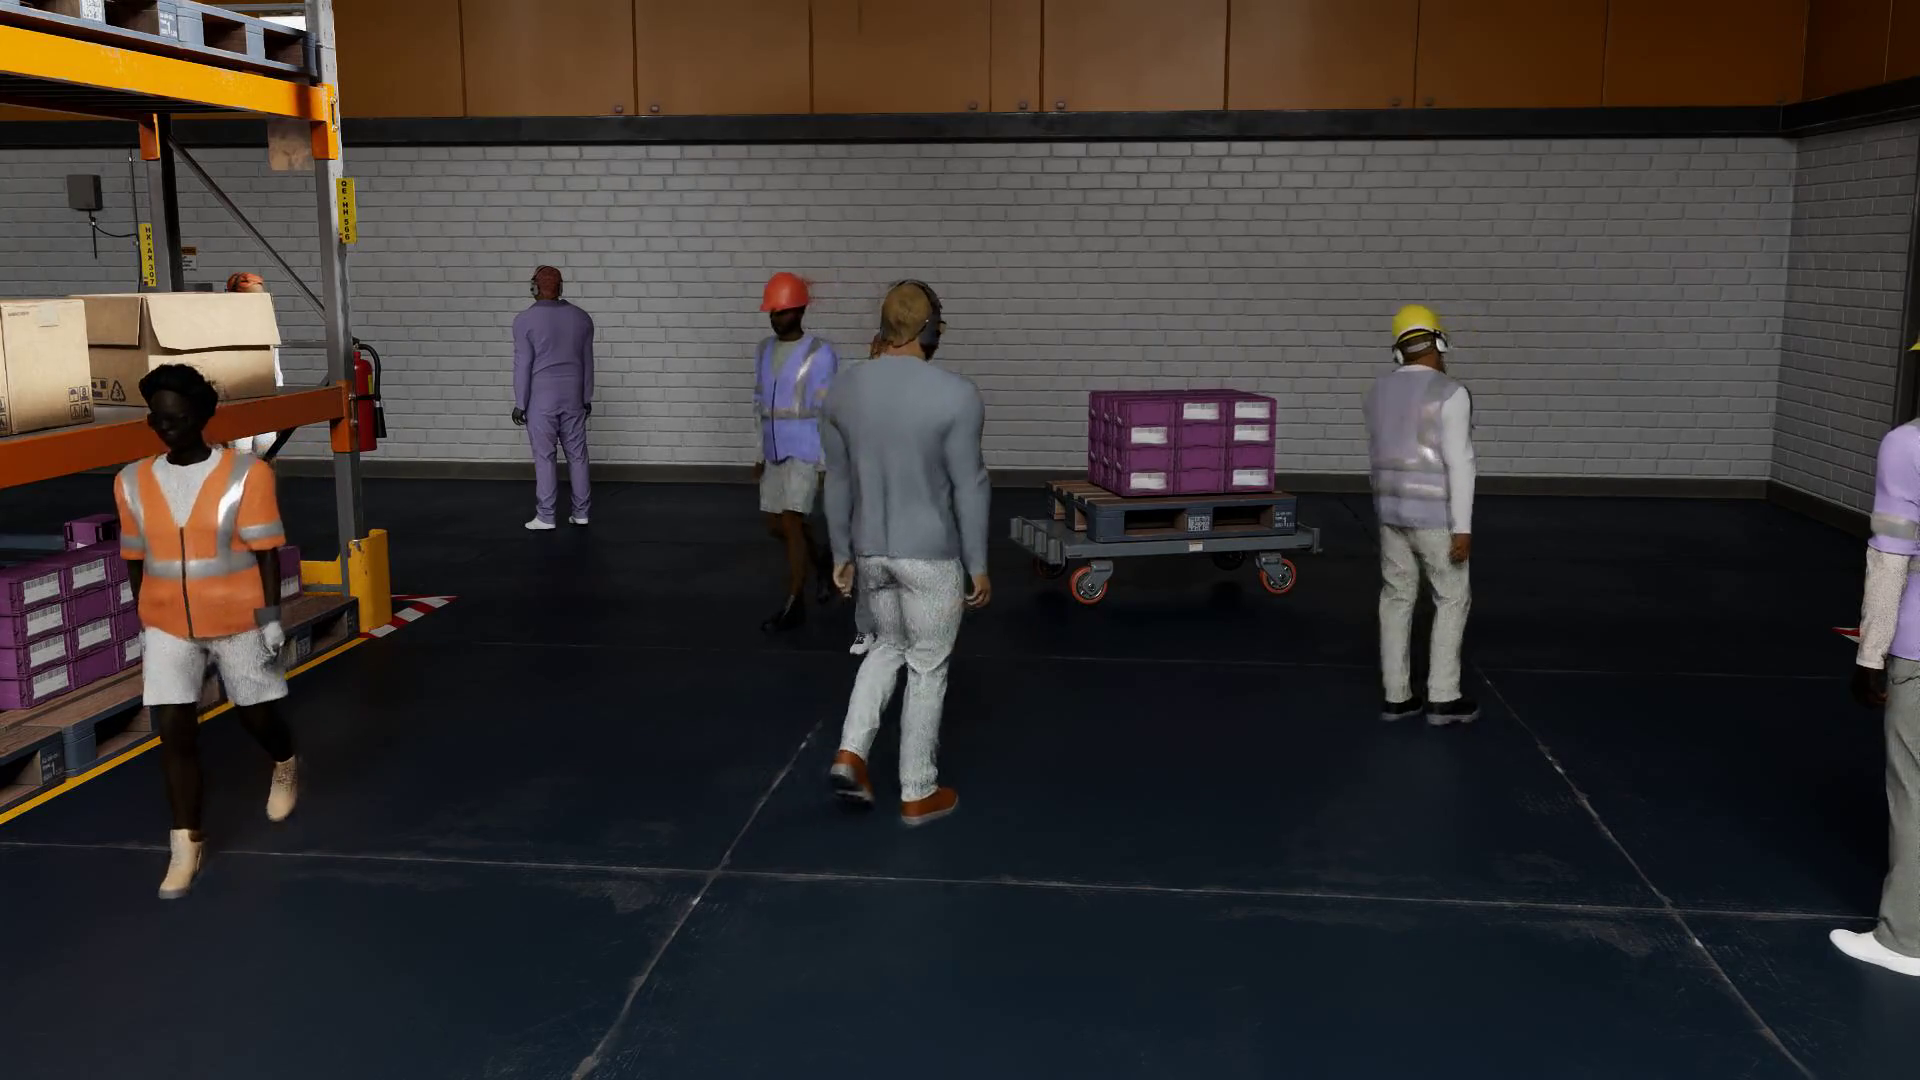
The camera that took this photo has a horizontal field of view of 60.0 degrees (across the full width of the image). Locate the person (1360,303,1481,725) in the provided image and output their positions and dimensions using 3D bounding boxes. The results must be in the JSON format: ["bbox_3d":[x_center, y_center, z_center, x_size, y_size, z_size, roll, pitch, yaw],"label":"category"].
[{"bbox_3d":[1.978,-0.115,7.181,0.436,1.795,0.628,-7,12,-33],"label":"person"}]

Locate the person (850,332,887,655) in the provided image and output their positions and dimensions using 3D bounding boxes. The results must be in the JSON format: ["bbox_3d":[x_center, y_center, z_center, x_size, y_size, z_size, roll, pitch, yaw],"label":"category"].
[{"bbox_3d":[-0.346,-0.234,8.316,0.498,1.634,0.278,0,10,2],"label":"person"}]

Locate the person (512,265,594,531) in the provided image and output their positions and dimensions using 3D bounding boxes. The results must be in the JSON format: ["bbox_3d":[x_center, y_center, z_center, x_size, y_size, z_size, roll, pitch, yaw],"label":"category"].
[{"bbox_3d":[-2.951,-1.019,12.026,0.639,1.910,0.406,-9,13,-42],"label":"person"}]

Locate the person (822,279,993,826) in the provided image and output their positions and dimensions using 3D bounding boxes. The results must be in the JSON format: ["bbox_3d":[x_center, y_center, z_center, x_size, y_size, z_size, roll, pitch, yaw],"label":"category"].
[{"bbox_3d":[-0.186,0.058,5.836,0.634,1.925,0.460,7,12,35],"label":"person"}]

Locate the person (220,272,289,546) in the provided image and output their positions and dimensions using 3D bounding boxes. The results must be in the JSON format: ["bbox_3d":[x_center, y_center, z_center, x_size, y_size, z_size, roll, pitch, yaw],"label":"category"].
[{"bbox_3d":[-4.551,-0.766,10.668,0.351,1.880,0.576,3,10,19],"label":"person"}]

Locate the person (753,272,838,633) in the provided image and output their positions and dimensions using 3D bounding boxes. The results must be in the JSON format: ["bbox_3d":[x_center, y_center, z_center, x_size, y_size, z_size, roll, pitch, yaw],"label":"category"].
[{"bbox_3d":[-0.850,-0.483,8.974,0.545,1.910,0.668,8,13,39],"label":"person"}]

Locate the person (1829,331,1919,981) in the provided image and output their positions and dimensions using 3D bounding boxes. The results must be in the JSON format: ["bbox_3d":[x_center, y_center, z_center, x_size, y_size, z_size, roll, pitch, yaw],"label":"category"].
[{"bbox_3d":[2.758,0.266,4.651,0.588,1.919,0.401,-2,10,-13],"label":"person"}]

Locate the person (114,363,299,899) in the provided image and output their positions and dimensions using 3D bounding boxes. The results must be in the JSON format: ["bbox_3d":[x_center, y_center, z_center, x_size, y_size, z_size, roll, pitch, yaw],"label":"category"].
[{"bbox_3d":[-2.442,0.247,5.456,0.536,1.675,0.740,-1,10,-5],"label":"person"}]
